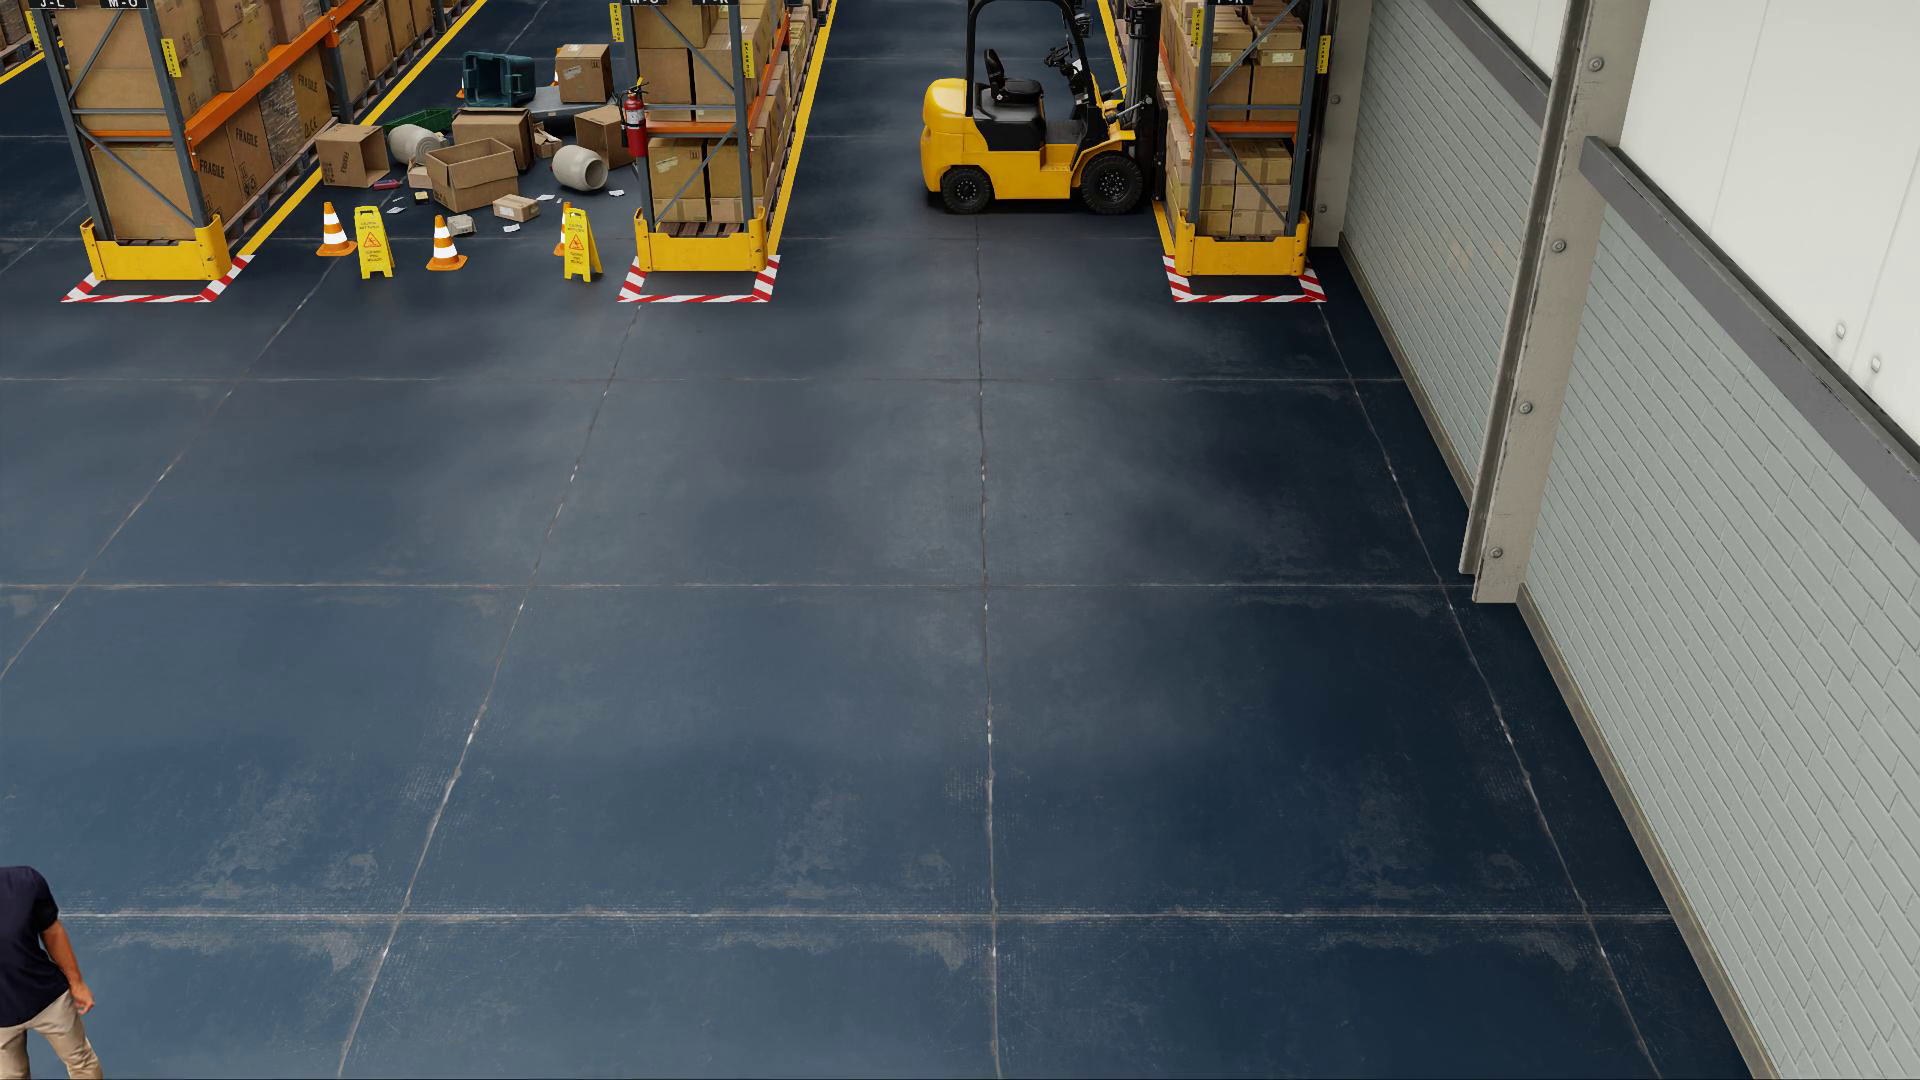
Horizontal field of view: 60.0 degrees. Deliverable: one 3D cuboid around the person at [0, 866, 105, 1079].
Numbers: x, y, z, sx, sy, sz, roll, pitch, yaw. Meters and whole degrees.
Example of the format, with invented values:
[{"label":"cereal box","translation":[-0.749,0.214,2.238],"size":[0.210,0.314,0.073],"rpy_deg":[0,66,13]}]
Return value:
[{"label":"person","translation":[-3.808,1.853,6.725],"size":[0.715,1.859,0.720],"rpy_deg":[-19,37,-27]}]
